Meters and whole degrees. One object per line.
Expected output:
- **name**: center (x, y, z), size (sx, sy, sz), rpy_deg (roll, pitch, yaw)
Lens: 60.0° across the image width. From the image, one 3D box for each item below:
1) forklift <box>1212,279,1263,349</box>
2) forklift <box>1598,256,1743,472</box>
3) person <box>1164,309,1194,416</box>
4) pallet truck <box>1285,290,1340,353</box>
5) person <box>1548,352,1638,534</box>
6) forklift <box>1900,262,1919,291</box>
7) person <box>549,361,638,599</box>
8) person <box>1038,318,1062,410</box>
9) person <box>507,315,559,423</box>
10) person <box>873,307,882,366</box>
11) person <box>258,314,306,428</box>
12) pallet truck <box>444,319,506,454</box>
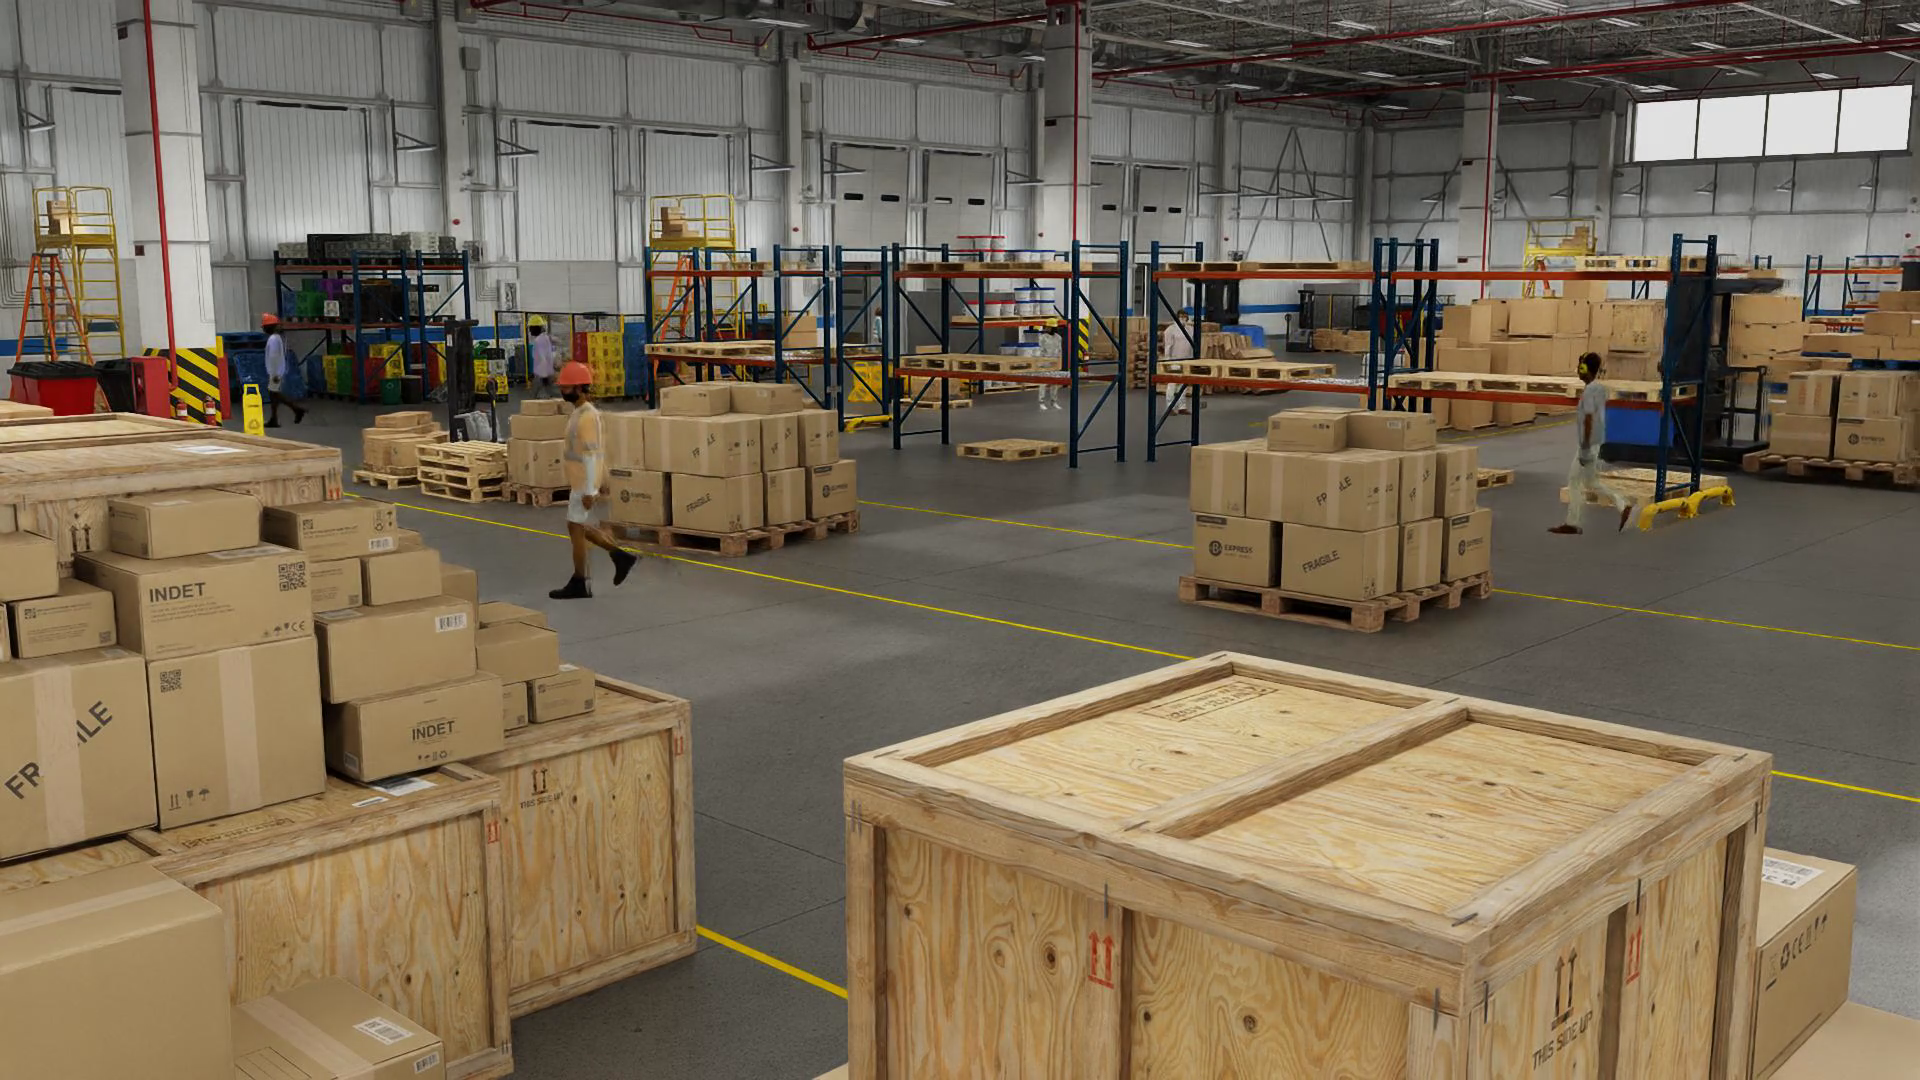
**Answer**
- **forklift**: center (7.371, -6.271, 45.994), size (1.873, 2.768, 1.129), rpy_deg (9, 13, 43)
- **forklift**: center (9.671, -2.397, 22.241), size (1.873, 2.768, 1.129), rpy_deg (9, 13, 43)
- **person**: center (3.994, -3.220, 30.177), size (0.629, 1.936, 0.371), rpy_deg (-5, 10, -26)
- **pallet truck**: center (11.297, -6.951, 52.861), size (1.885, 1.965, 0.823), rpy_deg (-5, 11, -29)
- **person**: center (6.336, -0.944, 16.544), size (0.747, 1.839, 0.525), rpy_deg (6, 11, 34)
- **forklift**: center (22.622, -5.232, 39.622), size (1.873, 2.768, 1.129), rpy_deg (9, 13, 43)
- **person**: center (-2.991, -0.478, 13.393), size (0.629, 1.925, 0.558), rpy_deg (-2, 10, -15)
- **person**: center (1.722, -3.330, 31.475), size (0.486, 1.735, 0.330), rpy_deg (-5, 10, -27)
- **person**: center (-7.087, -2.813, 27.861), size (0.987, 1.876, 0.599), rpy_deg (0, 9, 0)
- **person**: center (-2.167, -5.396, 44.456), size (0.320, 1.632, 0.524), rpy_deg (-1, 9, -3)
- **person**: center (-11.373, -2.819, 27.784), size (0.650, 1.922, 0.550), rpy_deg (-3, 10, -19)
- **pallet truck**: center (-6.981, -1.942, 22.150), size (1.885, 1.965, 0.823), rpy_deg (1, 9, 9)
